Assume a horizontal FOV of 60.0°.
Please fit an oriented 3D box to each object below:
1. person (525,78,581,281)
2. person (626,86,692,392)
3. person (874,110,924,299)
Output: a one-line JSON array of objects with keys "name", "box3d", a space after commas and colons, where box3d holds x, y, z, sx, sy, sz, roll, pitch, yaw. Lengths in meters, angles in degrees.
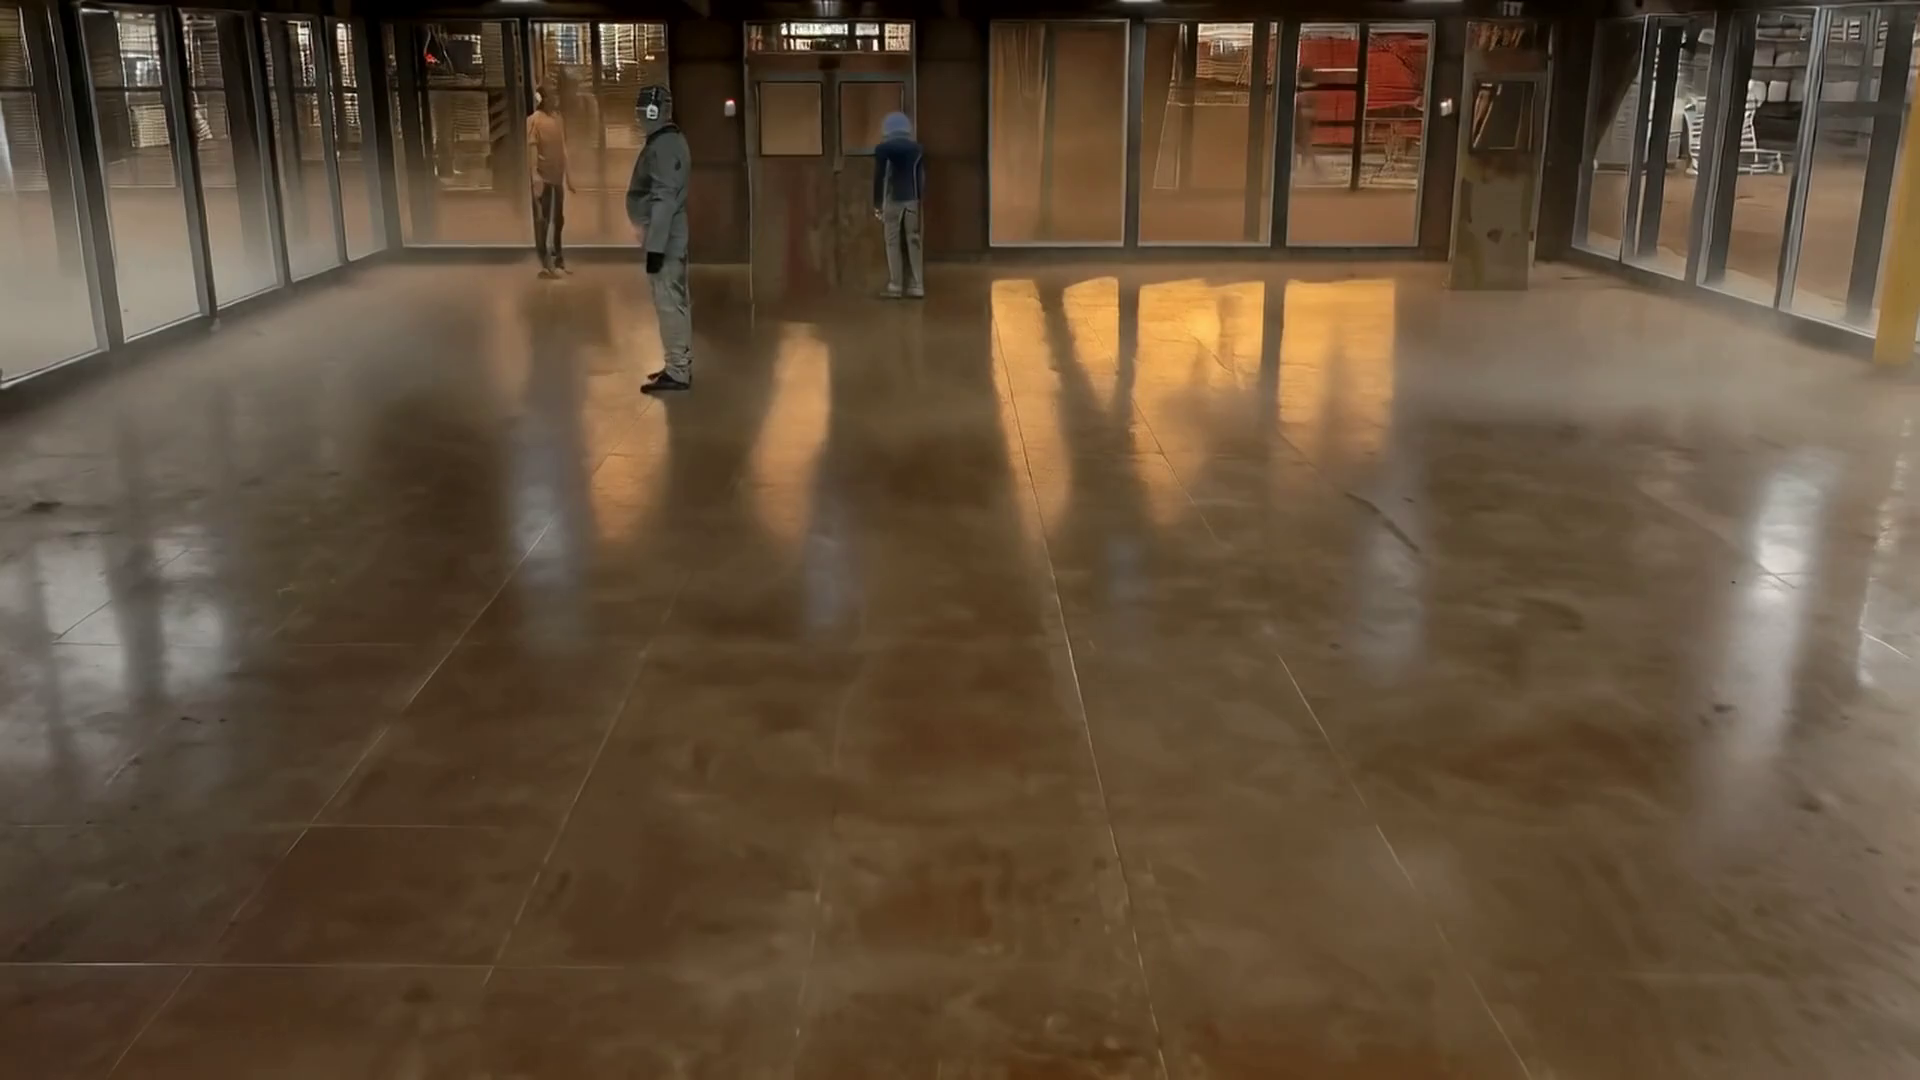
[{"name": "person", "box3d": [-3.864, -3.397, 15.731, 0.329, 1.872, 0.508, 7, 18, 22]}, {"name": "person", "box3d": [-1.901, -1.900, 10.569, 0.409, 1.907, 0.649, 0, 16, -1]}, {"name": "person", "box3d": [-0.533, -2.943, 14.618, 0.497, 1.625, 0.288, -12, 20, -35]}]
